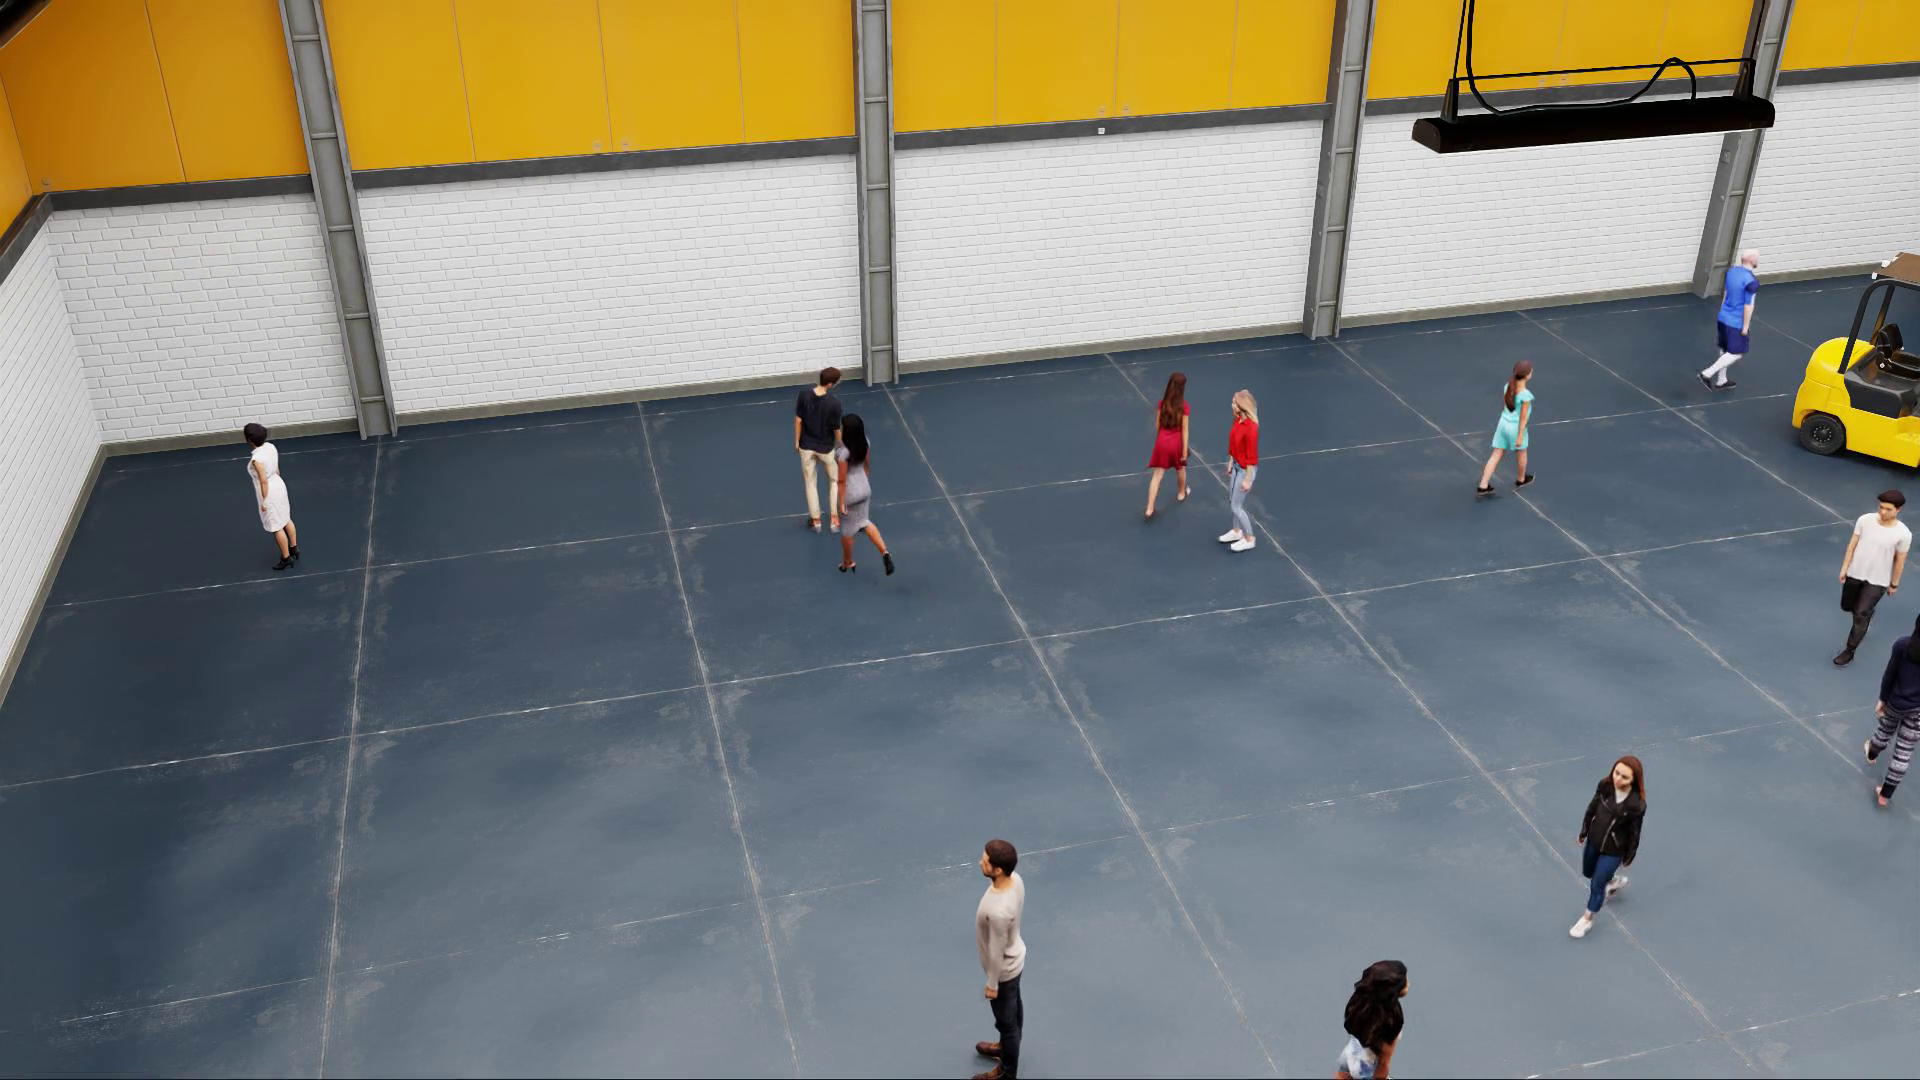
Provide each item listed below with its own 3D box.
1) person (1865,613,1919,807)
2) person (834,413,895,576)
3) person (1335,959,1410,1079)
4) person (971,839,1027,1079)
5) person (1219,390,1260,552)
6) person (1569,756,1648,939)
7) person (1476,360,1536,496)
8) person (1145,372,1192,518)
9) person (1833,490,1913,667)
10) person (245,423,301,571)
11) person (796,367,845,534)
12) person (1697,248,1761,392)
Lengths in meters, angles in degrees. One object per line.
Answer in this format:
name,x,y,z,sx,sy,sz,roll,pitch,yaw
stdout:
person,7.411,1.318,12.957,1.038,1.692,1.042,12,31,20
person,-0.947,-0.387,16.006,0.953,1.764,0.972,23,36,35
person,2.307,3.129,9.754,1.055,1.580,0.651,-4,29,-7
person,0.273,2.636,10.361,0.678,1.863,0.712,3,29,5
person,2.847,-0.693,16.645,0.555,1.688,0.648,-7,29,-13
person,4.607,2.112,11.736,0.910,1.466,0.695,-16,32,-27
person,5.808,-1.158,17.675,1.104,1.519,0.760,-16,32,-26
person,2.163,-0.954,17.319,1.043,1.502,1.073,14,32,24
person,8.146,0.284,14.844,1.056,1.698,0.836,-20,35,-32
person,-6.761,-0.444,16.333,0.605,1.552,0.616,1,29,2
person,-1.455,-0.924,16.934,0.678,1.818,0.841,-4,29,-8
person,9.262,-2.628,20.048,0.891,1.828,0.678,-6,29,-12
